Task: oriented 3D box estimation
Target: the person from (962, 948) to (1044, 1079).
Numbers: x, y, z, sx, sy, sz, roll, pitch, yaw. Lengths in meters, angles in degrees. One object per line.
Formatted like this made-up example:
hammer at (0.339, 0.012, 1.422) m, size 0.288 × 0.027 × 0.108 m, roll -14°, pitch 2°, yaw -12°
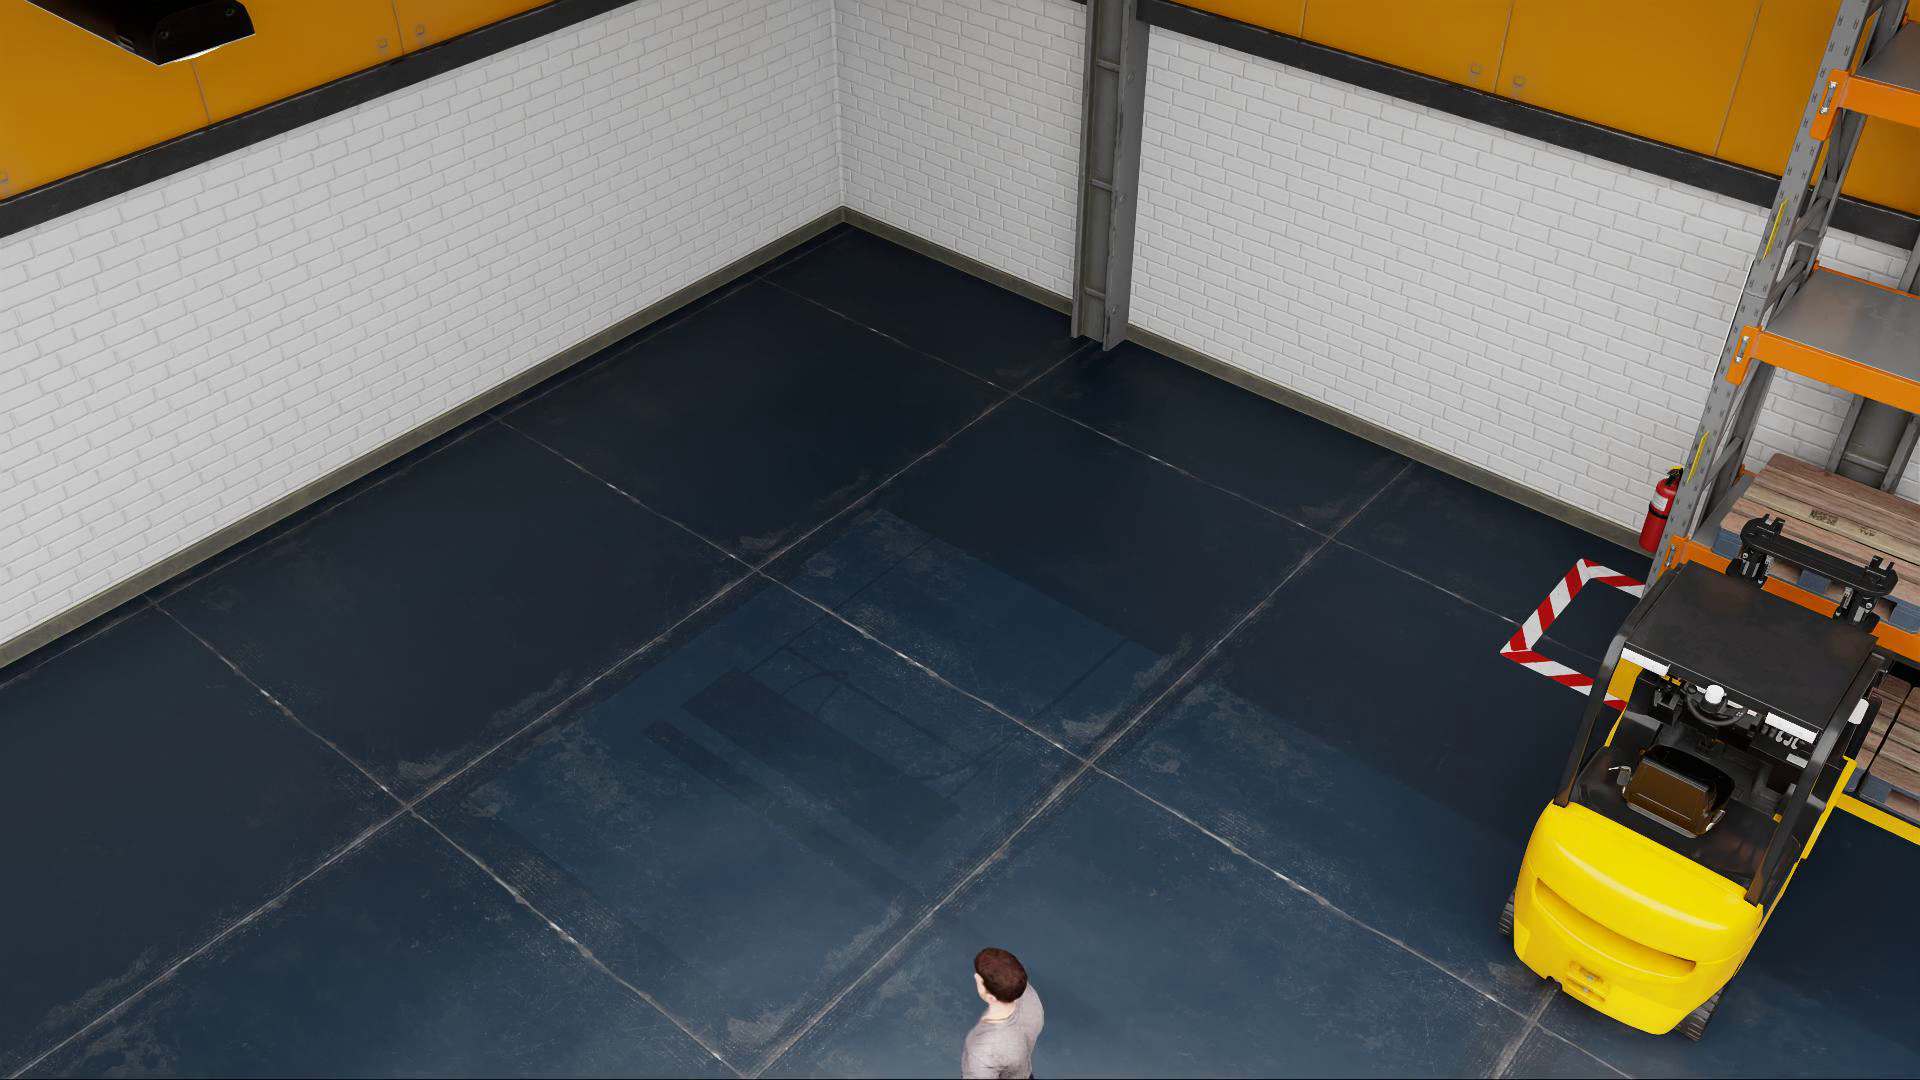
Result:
person at (0.245, 2.569, 7.598) m, size 1.150 × 1.881 × 0.839 m, roll 18°, pitch 42°, yaw 21°
